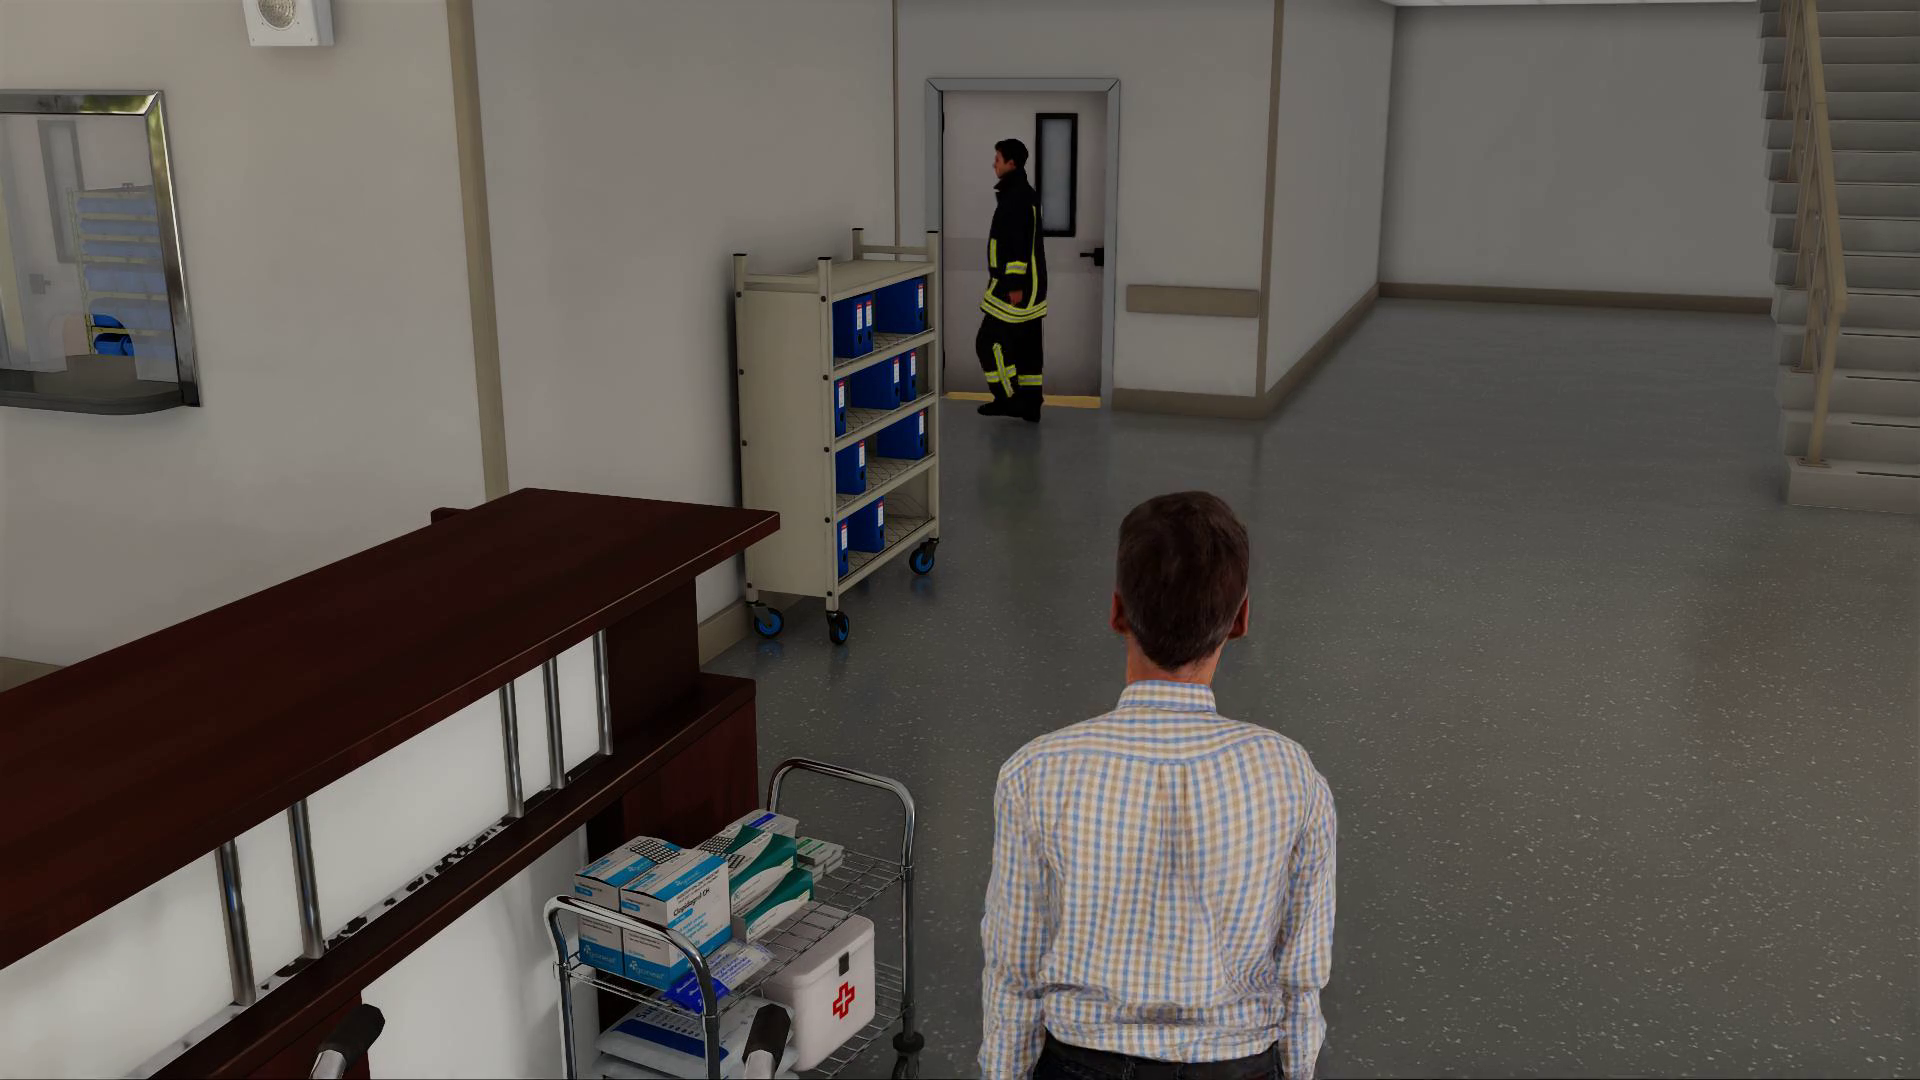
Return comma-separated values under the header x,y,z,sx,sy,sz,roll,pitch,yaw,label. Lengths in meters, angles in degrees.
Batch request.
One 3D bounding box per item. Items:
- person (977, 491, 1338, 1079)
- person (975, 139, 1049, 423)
x,y,z,sx,sy,sz,roll,pitch,yaw,label
0.264,0.839,2.320,0.730,1.811,0.778,2,16,6,person
0.467,-1.746,11.300,0.896,1.913,0.673,4,16,13,person
